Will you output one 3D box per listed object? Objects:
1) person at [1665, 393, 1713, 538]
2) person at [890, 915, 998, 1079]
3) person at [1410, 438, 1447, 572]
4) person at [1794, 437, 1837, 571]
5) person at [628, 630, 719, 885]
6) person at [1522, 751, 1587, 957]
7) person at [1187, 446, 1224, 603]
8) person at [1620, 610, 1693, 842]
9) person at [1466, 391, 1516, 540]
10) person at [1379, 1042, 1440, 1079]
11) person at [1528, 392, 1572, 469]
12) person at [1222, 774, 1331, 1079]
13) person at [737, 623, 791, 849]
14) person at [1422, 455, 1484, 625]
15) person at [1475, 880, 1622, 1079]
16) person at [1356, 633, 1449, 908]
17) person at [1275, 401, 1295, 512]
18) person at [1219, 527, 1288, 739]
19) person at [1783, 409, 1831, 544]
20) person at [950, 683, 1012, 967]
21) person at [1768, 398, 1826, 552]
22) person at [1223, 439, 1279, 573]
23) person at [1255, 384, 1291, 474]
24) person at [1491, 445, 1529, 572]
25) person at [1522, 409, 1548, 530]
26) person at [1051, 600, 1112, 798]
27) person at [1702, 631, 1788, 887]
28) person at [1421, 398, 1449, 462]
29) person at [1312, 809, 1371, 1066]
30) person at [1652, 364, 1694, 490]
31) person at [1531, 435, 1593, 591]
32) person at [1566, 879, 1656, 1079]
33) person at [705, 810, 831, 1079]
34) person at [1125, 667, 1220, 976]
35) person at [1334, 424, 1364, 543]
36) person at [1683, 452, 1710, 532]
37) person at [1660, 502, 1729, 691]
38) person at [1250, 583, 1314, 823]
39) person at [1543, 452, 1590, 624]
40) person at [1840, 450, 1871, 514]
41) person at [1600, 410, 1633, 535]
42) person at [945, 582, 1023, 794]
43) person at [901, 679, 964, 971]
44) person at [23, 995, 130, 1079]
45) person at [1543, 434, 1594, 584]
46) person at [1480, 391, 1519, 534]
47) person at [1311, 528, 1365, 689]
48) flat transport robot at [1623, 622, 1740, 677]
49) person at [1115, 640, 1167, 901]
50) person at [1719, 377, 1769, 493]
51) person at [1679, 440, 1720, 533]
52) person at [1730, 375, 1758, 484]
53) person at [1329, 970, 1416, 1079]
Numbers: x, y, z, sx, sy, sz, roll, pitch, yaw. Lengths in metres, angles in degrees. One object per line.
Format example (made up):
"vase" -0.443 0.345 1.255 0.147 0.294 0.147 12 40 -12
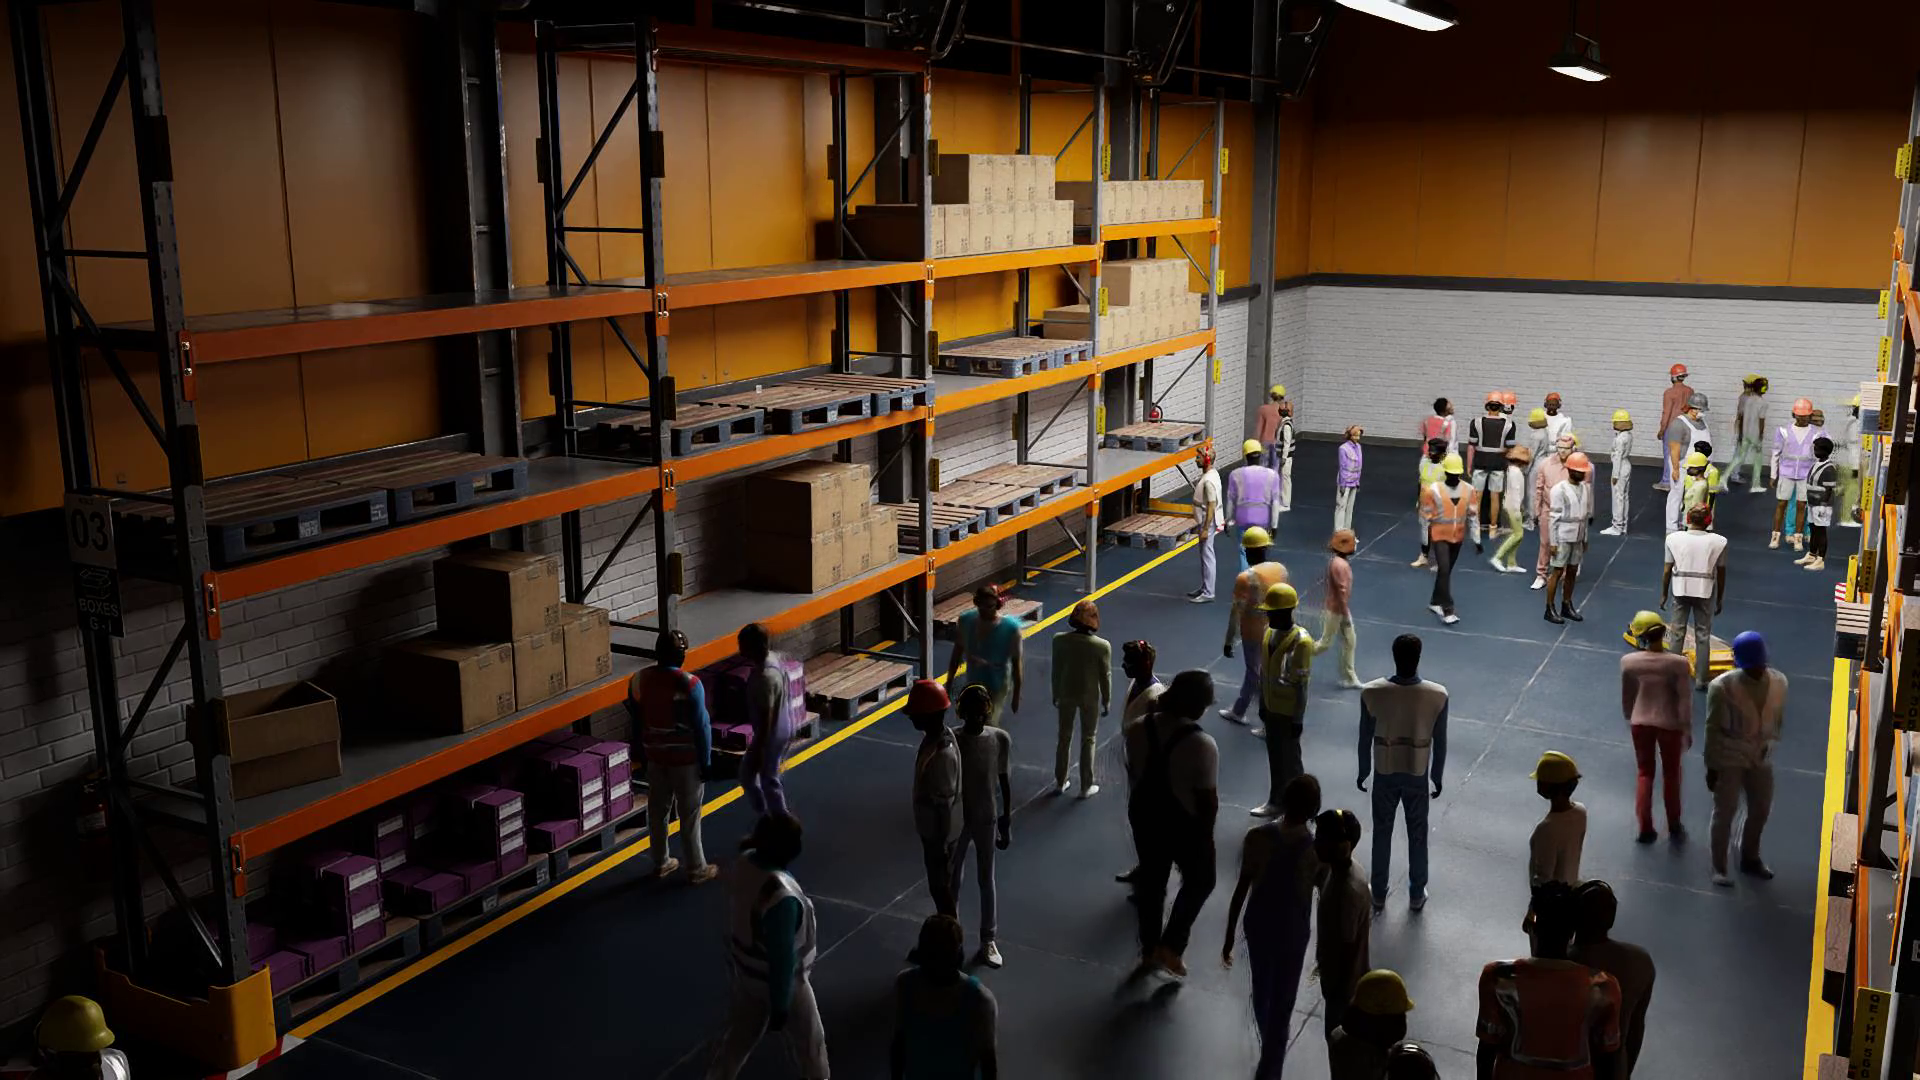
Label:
"person" 9.935 -1.001 22.591 0.675 2.000 0.536 -9 15 -34
"person" -0.085 2.505 7.338 0.512 1.843 0.330 6 14 24
"person" 5.941 -0.446 20.880 0.315 1.696 0.541 -8 15 -32
"person" 10.818 -0.461 20.957 0.319 1.693 0.532 1 13 7
"person" -2.006 1.528 11.733 0.622 1.838 0.429 6 14 23
"person" 3.367 2.058 9.521 0.323 1.765 0.534 12 17 42
"person" 2.878 -0.183 19.368 0.384 1.845 0.570 1 13 5
"person" 5.268 1.395 12.588 0.592 1.709 0.638 9 15 34
"person" 7.225 -1.017 22.694 0.613 2.033 0.412 4 13 16
"person" 1.649 2.755 6.235 0.504 1.839 0.342 1 13 4
"person" 8.385 -1.168 23.709 0.576 1.880 0.360 7 14 29
"person" 1.754 2.154 9.073 0.550 1.769 0.961 6 14 25
"person" -1.471 1.450 12.141 0.545 1.806 0.591 -1 13 -6
"person" 5.487 -0.007 18.482 0.614 1.879 0.947 -3 13 -11
"person" 2.575 2.443 7.366 0.607 1.955 0.367 3 13 11
"person" 3.000 1.579 11.329 0.590 1.913 0.397 3 13 11
"person" 4.787 -1.235 24.545 0.308 1.640 0.511 1 13 7
"person" 2.610 0.814 14.818 0.607 1.891 0.824 -10 16 -38
"person" 11.419 -0.853 22.398 0.505 1.841 0.346 2 13 7
"person" 0.076 1.794 10.494 0.511 1.860 0.333 -1 13 -7
"person" 11.033 -0.858 21.950 0.615 2.039 0.391 6 14 24
"person" 3.409 -0.236 19.507 0.592 1.888 0.634 0 13 -1
"person" 4.810 -1.514 25.523 0.562 1.751 0.377 7 14 27
"person" 6.921 -0.382 20.775 0.386 1.616 0.540 4 13 18
"person" 8.087 -0.999 23.355 0.356 1.704 0.551 7 14 29
"person" 0.972 1.273 13.355 0.503 1.623 0.298 5 13 20
"person" 5.450 1.525 11.593 0.640 1.900 0.506 -2 13 -8
"person" 7.125 -1.292 24.753 0.862 1.648 0.544 -12 17 -42
"person" 1.918 2.247 8.463 0.321 1.862 0.511 2 13 8
"person" 11.235 -1.776 26.165 0.617 1.994 0.381 -6 14 -26
"person" 7.160 -0.316 19.832 0.652 1.904 0.402 7 14 29
"person" 2.768 2.431 7.458 0.629 1.940 0.373 -5 14 -21
"person" -1.004 2.250 8.589 0.930 1.810 0.625 -7 15 -30
"person" 1.342 1.732 10.355 0.707 2.000 0.537 11 17 40
"person" 5.219 -0.742 22.337 0.313 1.639 0.513 10 16 38
"person" 8.580 -0.159 19.464 0.338 1.761 0.524 6 14 26
"person" 7.078 0.554 16.081 0.564 1.839 0.396 6 14 24
"person" 2.459 1.262 12.751 0.396 1.919 0.582 -6 14 -24
"person" 6.782 -0.028 18.493 0.557 1.929 0.391 -6 14 -26
"person" 13.239 -1.195 24.376 0.279 1.633 0.498 -1 13 -5
"person" 9.102 -0.936 22.997 0.320 1.738 0.483 9 16 36
"person" 0.181 1.209 13.207 0.603 1.813 0.559 9 16 36
"person" -0.172 1.790 10.355 0.388 1.929 0.547 -1 13 -7
"person" -3.495 2.670 6.659 0.403 1.824 0.591 5 14 21
"person" 7.470 -0.410 20.386 0.970 1.868 0.596 -12 17 -42
"person" 7.483 -1.073 23.042 0.407 1.986 0.616 -3 13 -13
"person" 3.585 0.663 16.107 0.765 1.608 0.490 4 13 19
"flat transport robot" 7.495 1.108 17.140 0.652 0.197 1.431 -1 13 -5
"person" 1.298 1.576 11.527 0.394 1.836 0.561 -2 13 -8
"person" 12.238 -1.617 25.824 0.864 1.836 0.552 -5 14 -22
"person" 9.204 -0.411 20.741 0.320 1.694 0.534 -5 13 -19
"person" 12.630 -1.787 26.760 0.344 1.754 0.536 5 14 21
"person" 1.721 2.627 7.043 0.329 1.735 0.489 -4 13 -17
